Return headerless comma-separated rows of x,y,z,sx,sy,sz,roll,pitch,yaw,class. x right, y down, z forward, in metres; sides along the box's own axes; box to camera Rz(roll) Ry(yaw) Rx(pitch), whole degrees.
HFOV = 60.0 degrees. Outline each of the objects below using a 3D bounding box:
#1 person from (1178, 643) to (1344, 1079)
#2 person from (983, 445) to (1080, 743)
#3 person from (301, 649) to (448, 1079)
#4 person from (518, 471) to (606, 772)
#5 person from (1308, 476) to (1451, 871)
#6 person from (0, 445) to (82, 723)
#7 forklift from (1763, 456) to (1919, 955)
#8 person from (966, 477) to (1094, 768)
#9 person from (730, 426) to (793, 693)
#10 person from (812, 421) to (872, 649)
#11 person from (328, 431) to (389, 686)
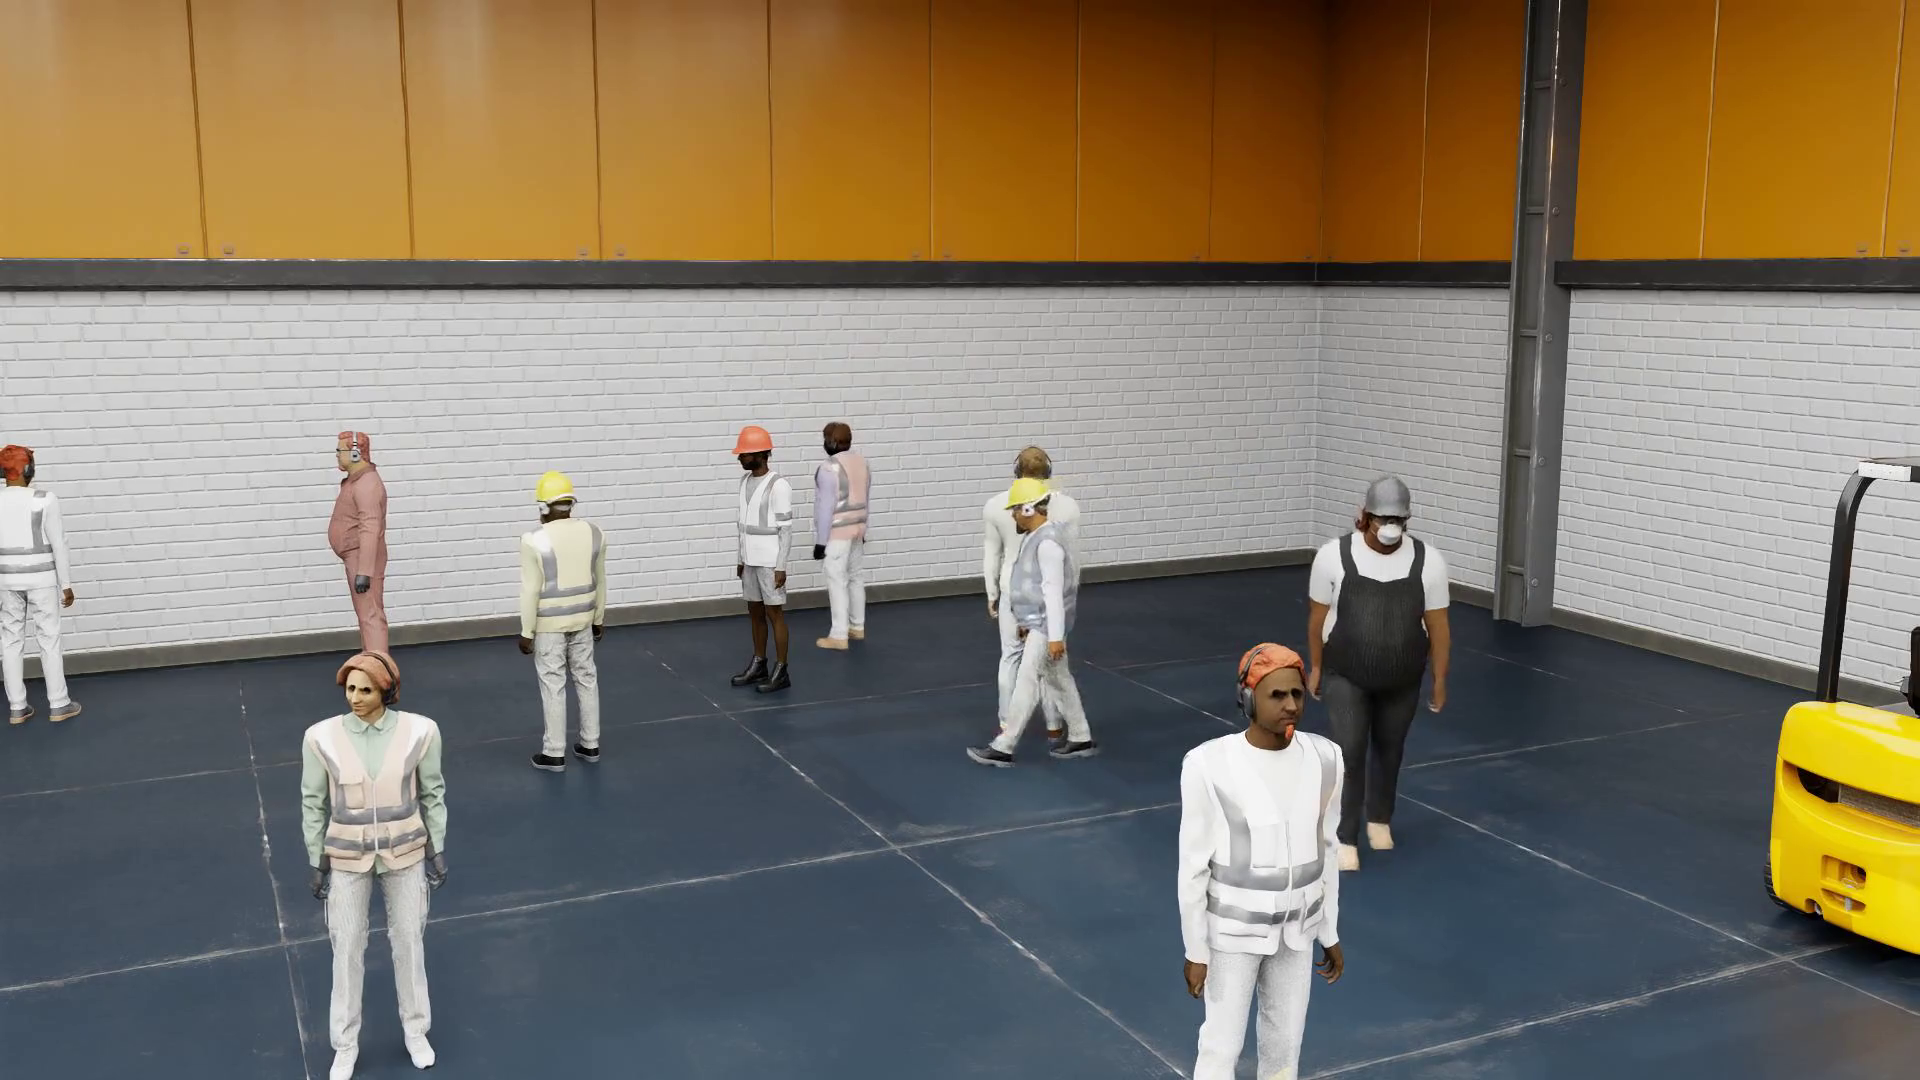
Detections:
0.959,1.255,5.270,0.575,1.885,0.355,-4,10,-21,person
0.462,0.350,10.761,0.627,1.930,0.378,1,9,8,person
-2.198,1.215,6.284,0.515,1.636,0.314,-3,10,-20,person
-2.440,0.492,10.167,0.404,1.828,0.603,8,12,42,person
2.150,0.658,8.485,0.702,2.000,0.875,1,9,5,person
-6.278,0.298,11.197,0.573,1.887,0.355,-1,9,-8,person
4.857,0.731,7.561,2.313,2.155,1.214,-4,10,-25,forklift
0.459,0.509,10.236,0.842,1.773,0.666,-1,9,-5,person
-1.452,0.137,12.044,0.366,1.933,0.551,-8,12,-42,person
-0.974,-0.049,13.491,0.429,1.842,0.628,5,11,29,person
-4.314,0.166,11.954,0.407,1.908,0.641,-4,10,-24,person
